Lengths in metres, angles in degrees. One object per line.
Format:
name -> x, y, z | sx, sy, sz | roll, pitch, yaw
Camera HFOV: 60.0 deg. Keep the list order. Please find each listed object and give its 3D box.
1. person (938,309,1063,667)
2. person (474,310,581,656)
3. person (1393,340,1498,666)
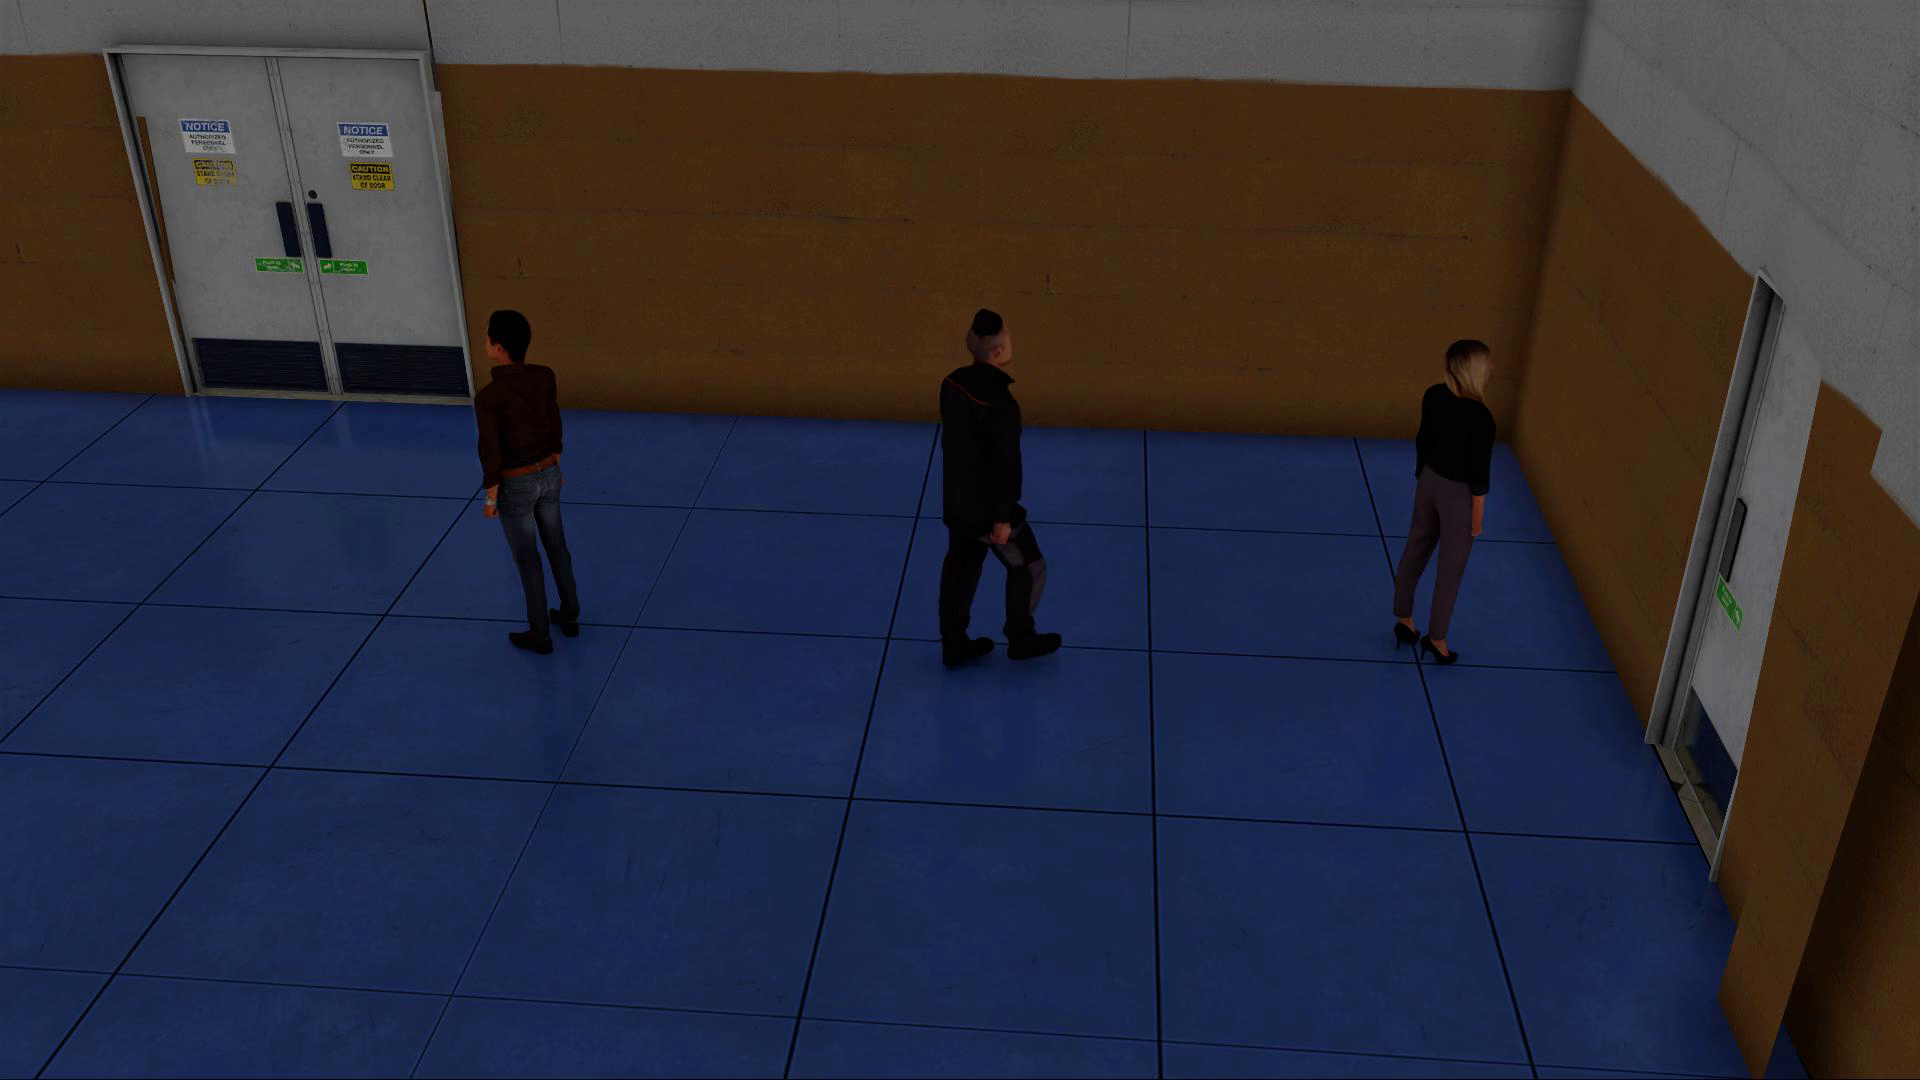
person -> 0.032, -0.198, 7.847 | 1.050, 1.844, 0.984 | -15, 32, -25
person -> -2.091, -0.276, 8.077 | 0.781, 1.783, 0.656 | 19, 34, 31
person -> 2.334, -0.176, 8.013 | 0.747, 1.668, 0.652 | -15, 32, -25
